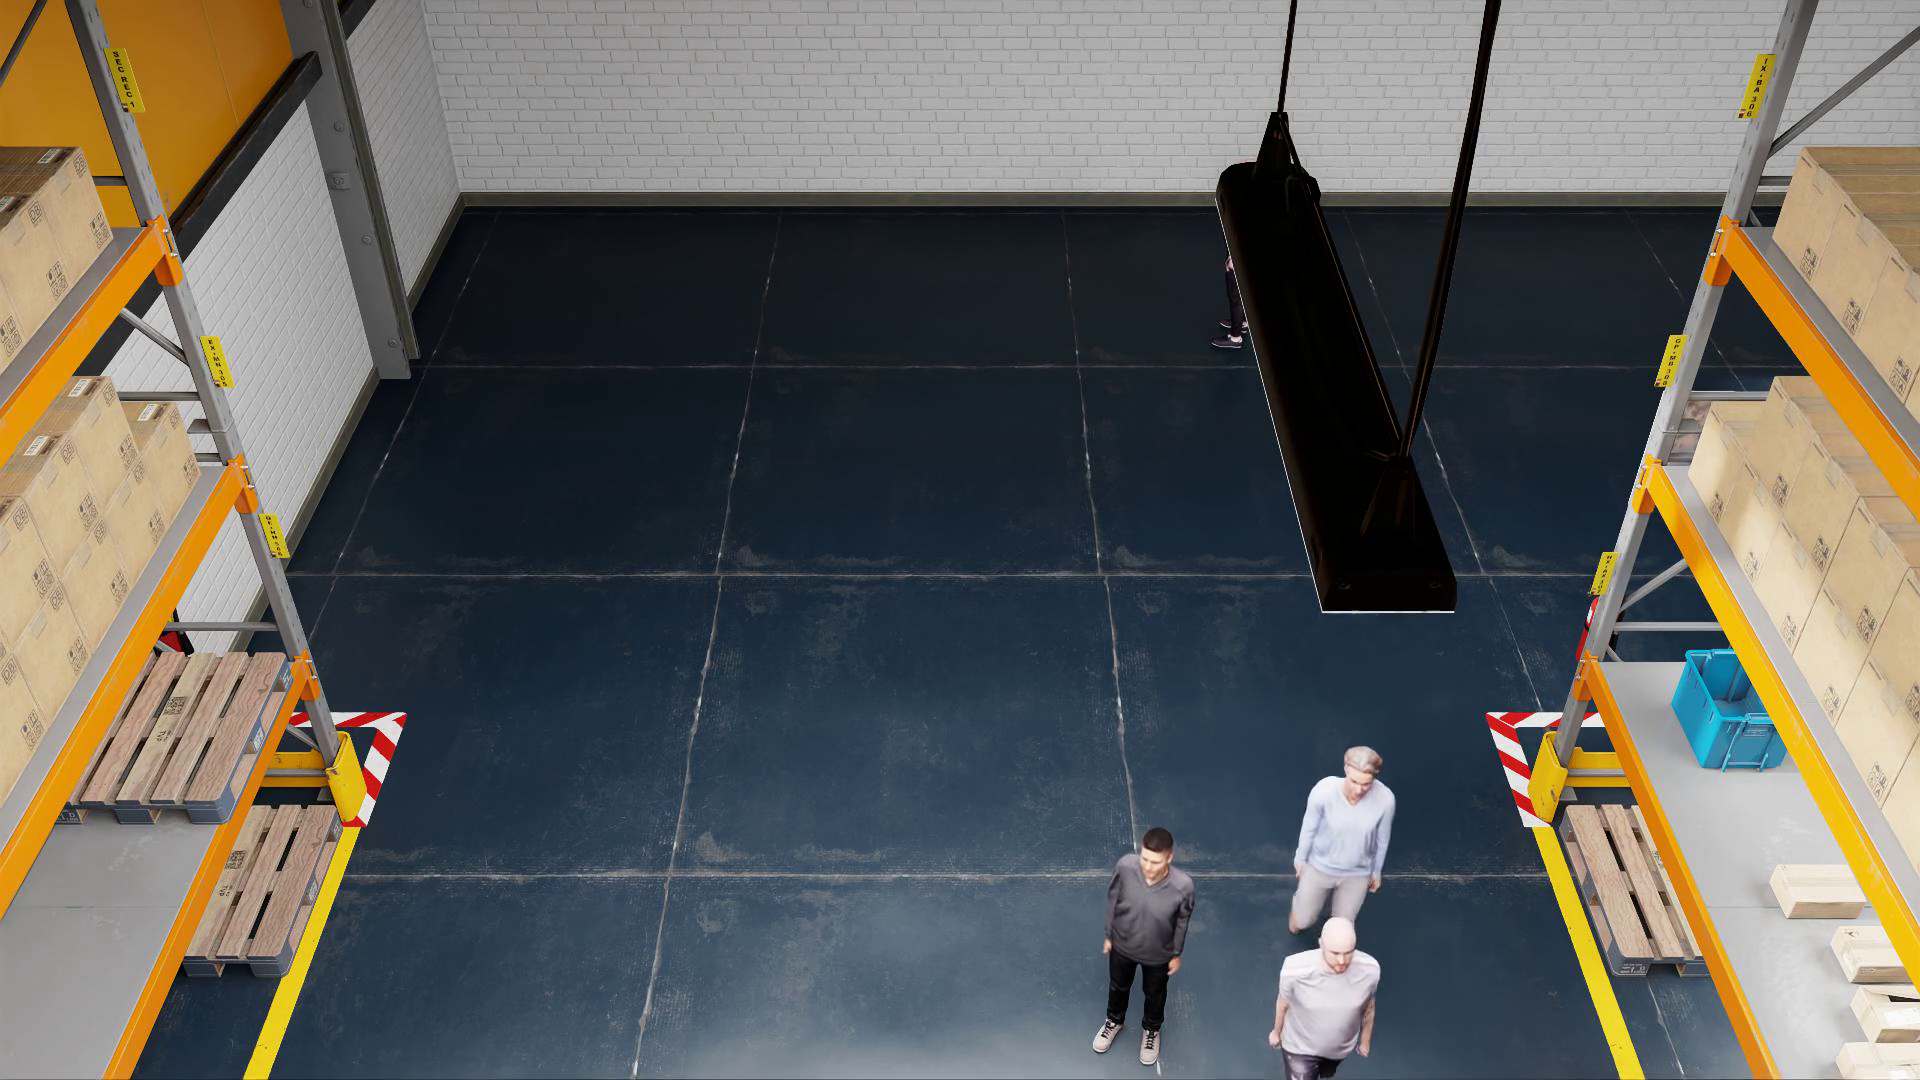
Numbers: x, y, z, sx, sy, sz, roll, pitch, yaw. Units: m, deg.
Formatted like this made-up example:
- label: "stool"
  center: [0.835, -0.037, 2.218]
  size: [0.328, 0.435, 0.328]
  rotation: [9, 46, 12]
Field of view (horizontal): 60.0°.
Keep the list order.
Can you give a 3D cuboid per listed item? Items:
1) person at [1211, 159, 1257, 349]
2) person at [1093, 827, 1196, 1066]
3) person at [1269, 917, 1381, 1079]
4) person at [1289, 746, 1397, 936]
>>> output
- label: "person"
  center: [2.582, -2.625, 15.139]
  size: [0.804, 1.837, 0.648]
  rotation: [14, 41, 16]
- label: "person"
  center: [1.013, 2.210, 9.148]
  size: [0.688, 1.760, 0.662]
  rotation: [14, 41, 16]
- label: "person"
  center: [1.873, 2.535, 8.701]
  size: [0.703, 1.808, 1.177]
  rotation: [-2, 39, -2]
- label: "person"
  center: [2.165, 1.811, 9.551]
  size: [0.707, 1.879, 0.916]
  rotation: [4, 39, 5]
